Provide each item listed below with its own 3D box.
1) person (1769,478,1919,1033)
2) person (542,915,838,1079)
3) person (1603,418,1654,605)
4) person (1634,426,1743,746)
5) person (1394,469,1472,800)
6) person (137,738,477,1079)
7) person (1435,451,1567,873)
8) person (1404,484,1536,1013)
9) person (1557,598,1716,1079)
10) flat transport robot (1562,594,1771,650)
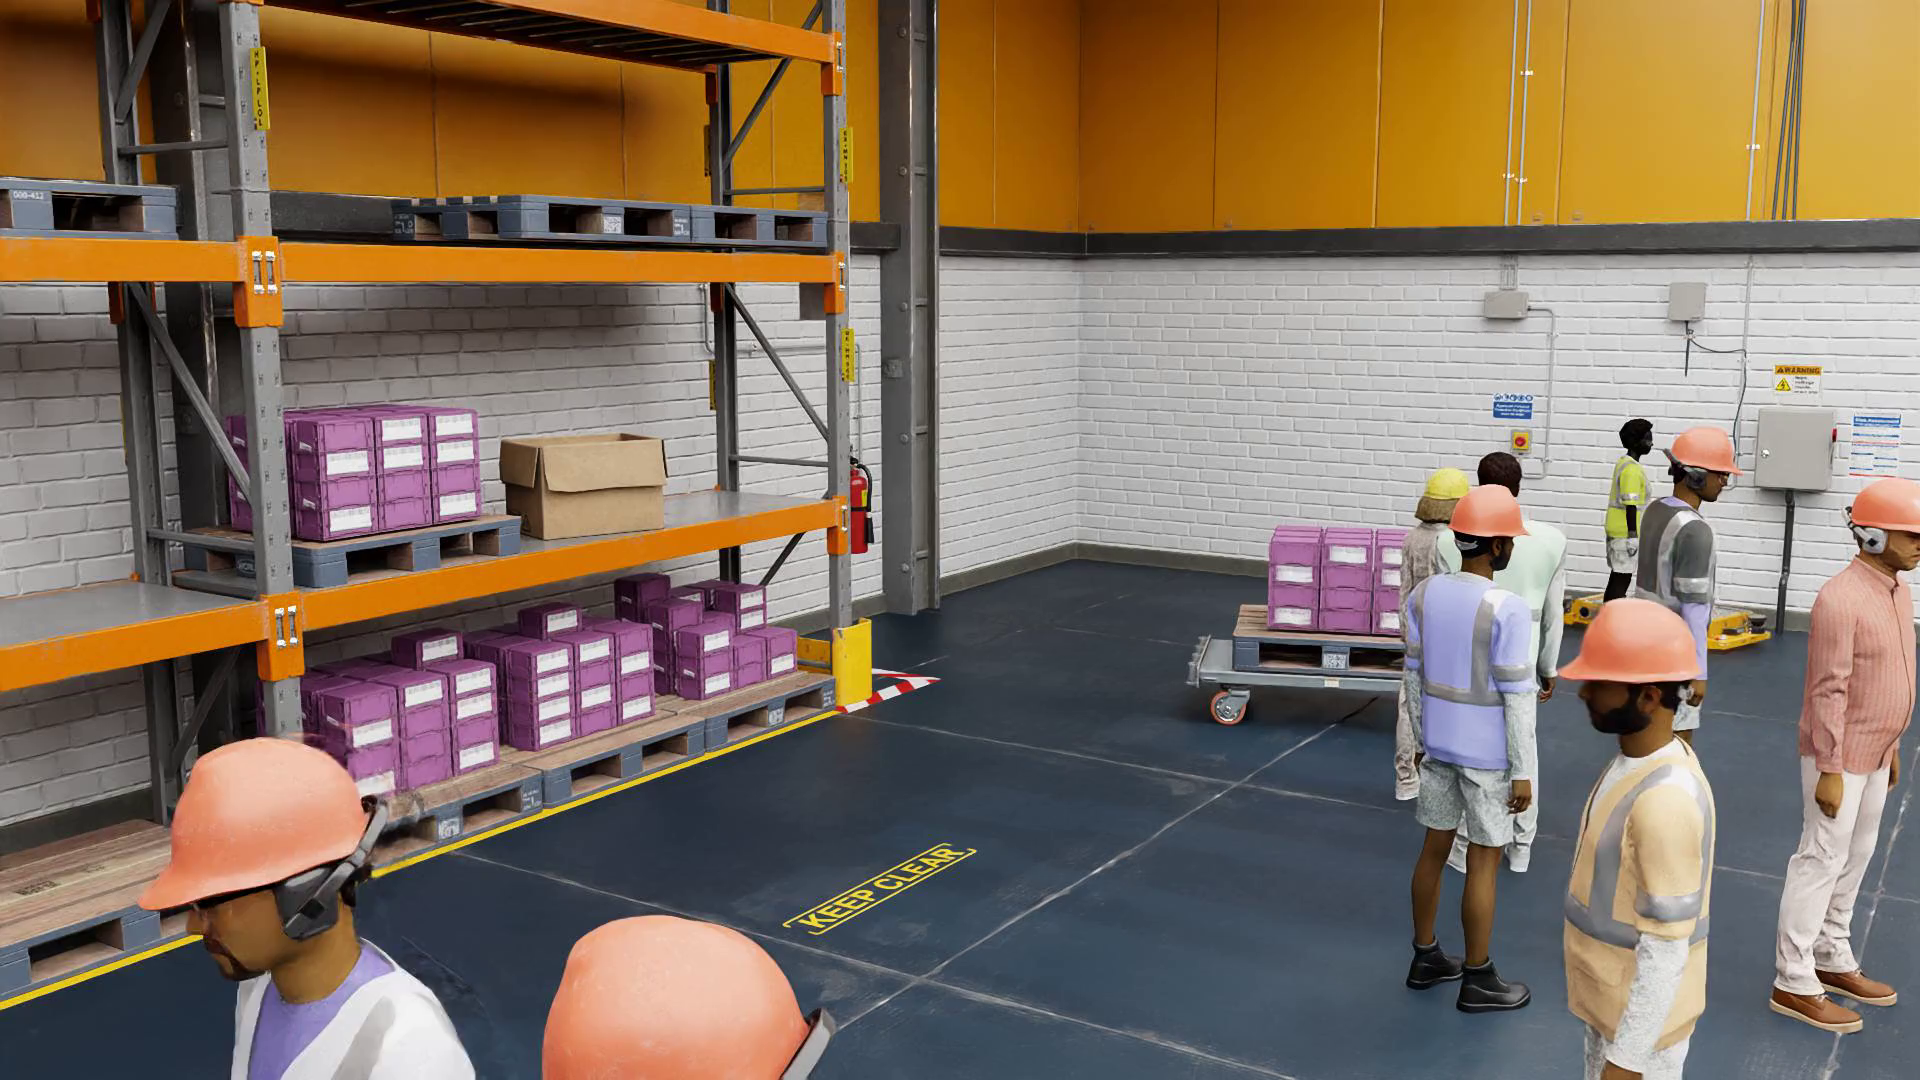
[{"bbox_3d":[3.238,0.760,5.972,0.611,1.985,0.415,-8,12,-41],"label":"person"},{"bbox_3d":[-0.255,1.377,1.789,0.392,2.035,0.605,-1,9,-9],"label":"person"},{"bbox_3d":[4.857,-0.041,12.093,0.317,1.695,0.540,2,9,16],"label":"person"},{"bbox_3d":[3.275,0.493,7.563,0.409,2.029,0.611,0,9,3],"label":"person"},{"bbox_3d":[2.434,0.504,8.439,0.321,1.734,0.485,-4,10,-23],"label":"person"},{"bbox_3d":[-1.021,1.289,2.470,0.954,2.000,0.620,-6,11,-36],"label":"person"},{"bbox_3d":[2.407,0.559,7.487,0.592,1.917,0.392,0,9,0],"label":"person"},{"bbox_3d":[1.892,0.758,6.122,0.357,1.936,0.551,-5,10,-30],"label":"person"},{"bbox_3d":[1.579,1.098,3.957,0.401,1.938,0.551,2,9,15],"label":"person"},{"bbox_3d":[5.291,0.588,12.622,0.652,0.197,1.431,-7,11,-37],"label":"flat transport robot"}]
